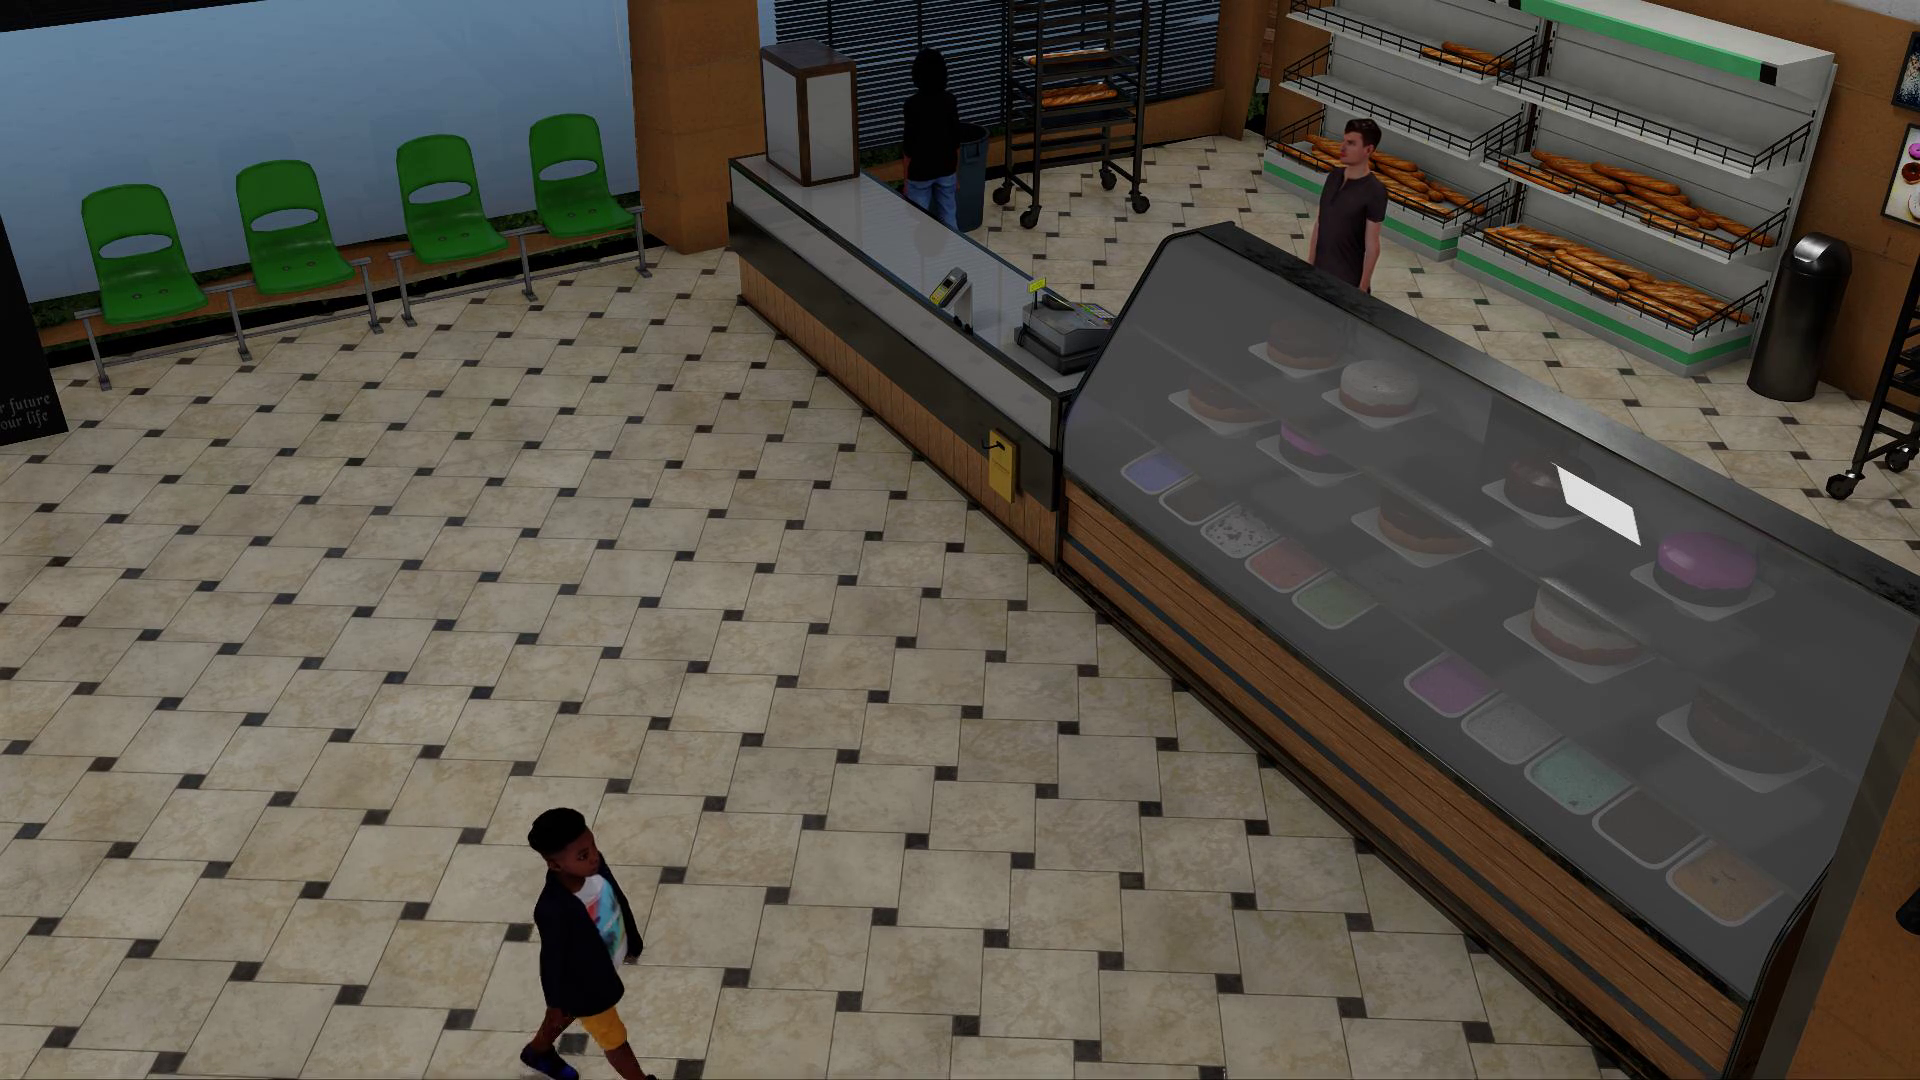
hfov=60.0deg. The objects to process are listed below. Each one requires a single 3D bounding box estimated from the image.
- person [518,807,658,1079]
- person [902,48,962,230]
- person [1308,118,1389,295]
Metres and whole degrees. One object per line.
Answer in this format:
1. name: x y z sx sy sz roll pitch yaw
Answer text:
1. person: -1.273 1.360 5.378 0.929 1.248 0.840 6 32 10
2. person: -0.190 -2.396 10.985 0.520 1.701 0.660 -12 34 -18
3. person: 2.143 -1.460 9.337 0.524 1.854 0.633 -17 36 -25
